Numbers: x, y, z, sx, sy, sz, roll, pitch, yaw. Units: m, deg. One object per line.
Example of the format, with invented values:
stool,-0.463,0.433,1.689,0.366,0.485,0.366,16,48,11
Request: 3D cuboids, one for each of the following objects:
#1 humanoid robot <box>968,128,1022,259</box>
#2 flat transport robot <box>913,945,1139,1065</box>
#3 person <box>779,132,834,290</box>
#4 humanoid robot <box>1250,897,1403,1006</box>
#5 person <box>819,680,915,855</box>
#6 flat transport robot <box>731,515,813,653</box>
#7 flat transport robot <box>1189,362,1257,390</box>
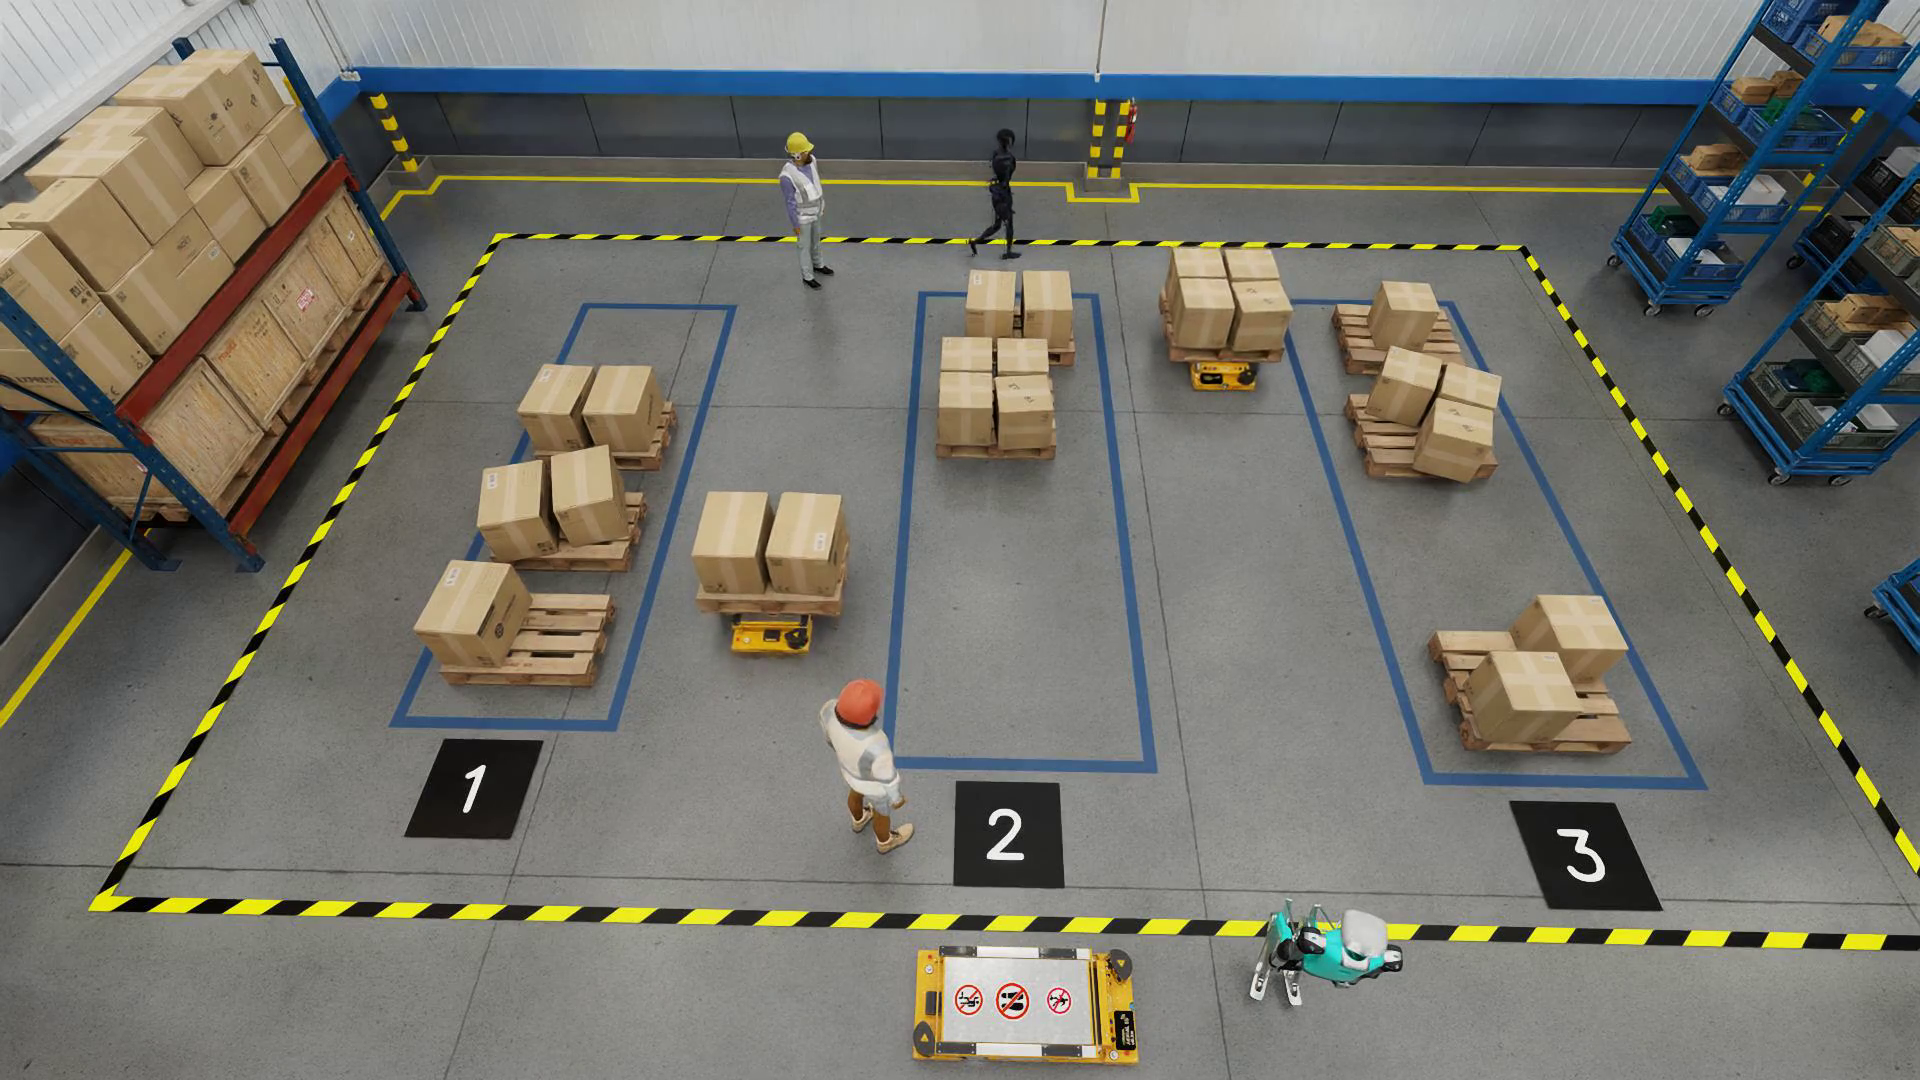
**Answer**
humanoid robot,0.440,-4.085,10.917,0.612,1.632,0.590,-8,51,-6
flat transport robot,0.422,3.041,6.007,1.431,0.231,0.659,1,51,1
person,-1.754,-3.784,10.558,0.404,1.836,0.597,21,54,16
humanoid robot,2.140,2.375,5.516,0.533,1.677,0.735,9,51,8
person,-0.595,1.517,6.105,0.614,2.041,0.376,36,59,25
flat transport robot,-1.600,0.349,8.183,0.652,0.197,1.431,1,51,1
flat transport robot,2.870,-2.229,10.285,0.652,0.197,1.431,1,51,1
